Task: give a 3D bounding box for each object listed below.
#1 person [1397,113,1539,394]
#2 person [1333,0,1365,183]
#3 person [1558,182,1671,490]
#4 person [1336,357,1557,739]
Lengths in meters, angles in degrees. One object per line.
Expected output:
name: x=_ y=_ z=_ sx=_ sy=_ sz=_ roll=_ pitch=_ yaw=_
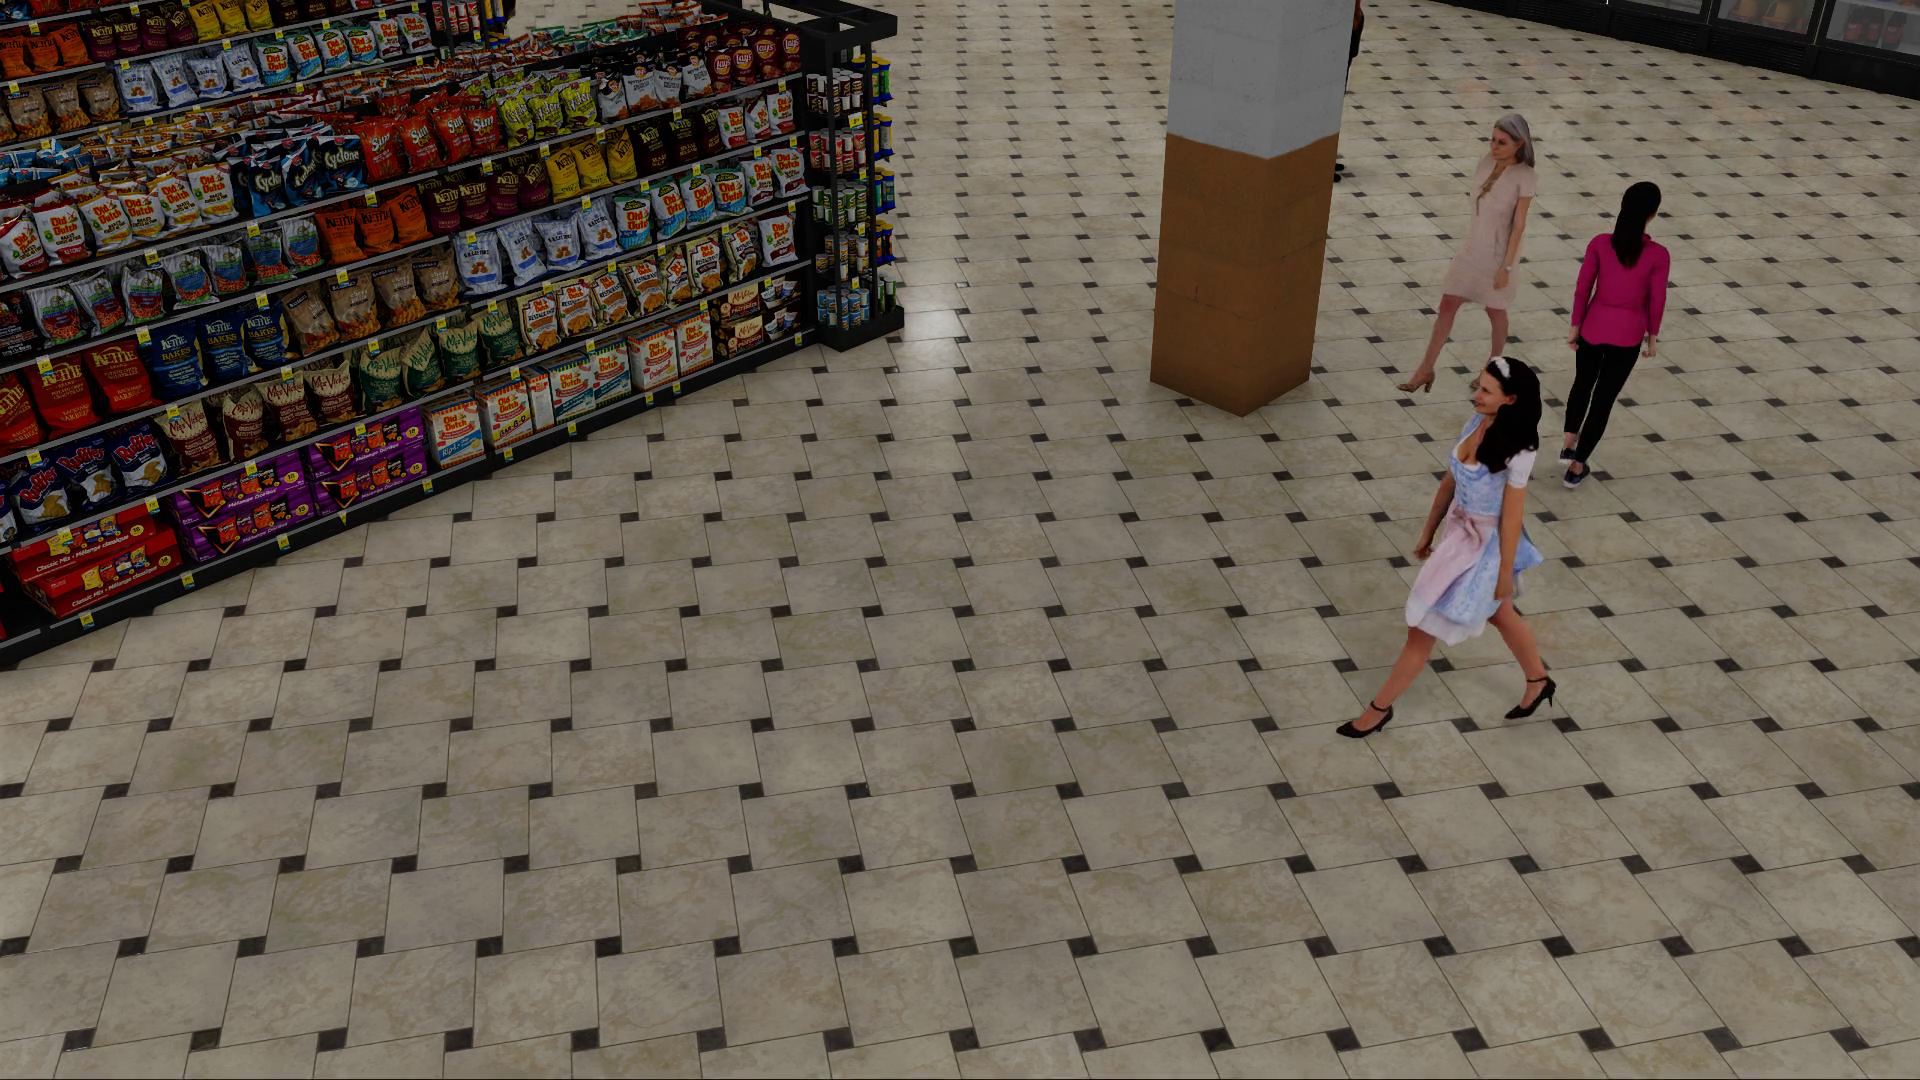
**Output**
person: x=3.141 y=-1.629 z=9.623 sx=1.030 sy=1.707 sz=0.774 roll=-16 pitch=35 yaw=-24
person: x=2.904 y=-3.679 z=12.912 sx=0.729 sy=1.712 sz=0.604 roll=10 pitch=33 yaw=16
person: x=3.355 y=-1.018 z=8.661 sx=0.618 sy=1.685 sz=0.636 roll=22 pitch=38 yaw=31
person: x=2.195 y=0.086 z=6.812 sx=1.255 sy=1.766 sz=1.097 roll=-5 pitch=32 yaw=-7
